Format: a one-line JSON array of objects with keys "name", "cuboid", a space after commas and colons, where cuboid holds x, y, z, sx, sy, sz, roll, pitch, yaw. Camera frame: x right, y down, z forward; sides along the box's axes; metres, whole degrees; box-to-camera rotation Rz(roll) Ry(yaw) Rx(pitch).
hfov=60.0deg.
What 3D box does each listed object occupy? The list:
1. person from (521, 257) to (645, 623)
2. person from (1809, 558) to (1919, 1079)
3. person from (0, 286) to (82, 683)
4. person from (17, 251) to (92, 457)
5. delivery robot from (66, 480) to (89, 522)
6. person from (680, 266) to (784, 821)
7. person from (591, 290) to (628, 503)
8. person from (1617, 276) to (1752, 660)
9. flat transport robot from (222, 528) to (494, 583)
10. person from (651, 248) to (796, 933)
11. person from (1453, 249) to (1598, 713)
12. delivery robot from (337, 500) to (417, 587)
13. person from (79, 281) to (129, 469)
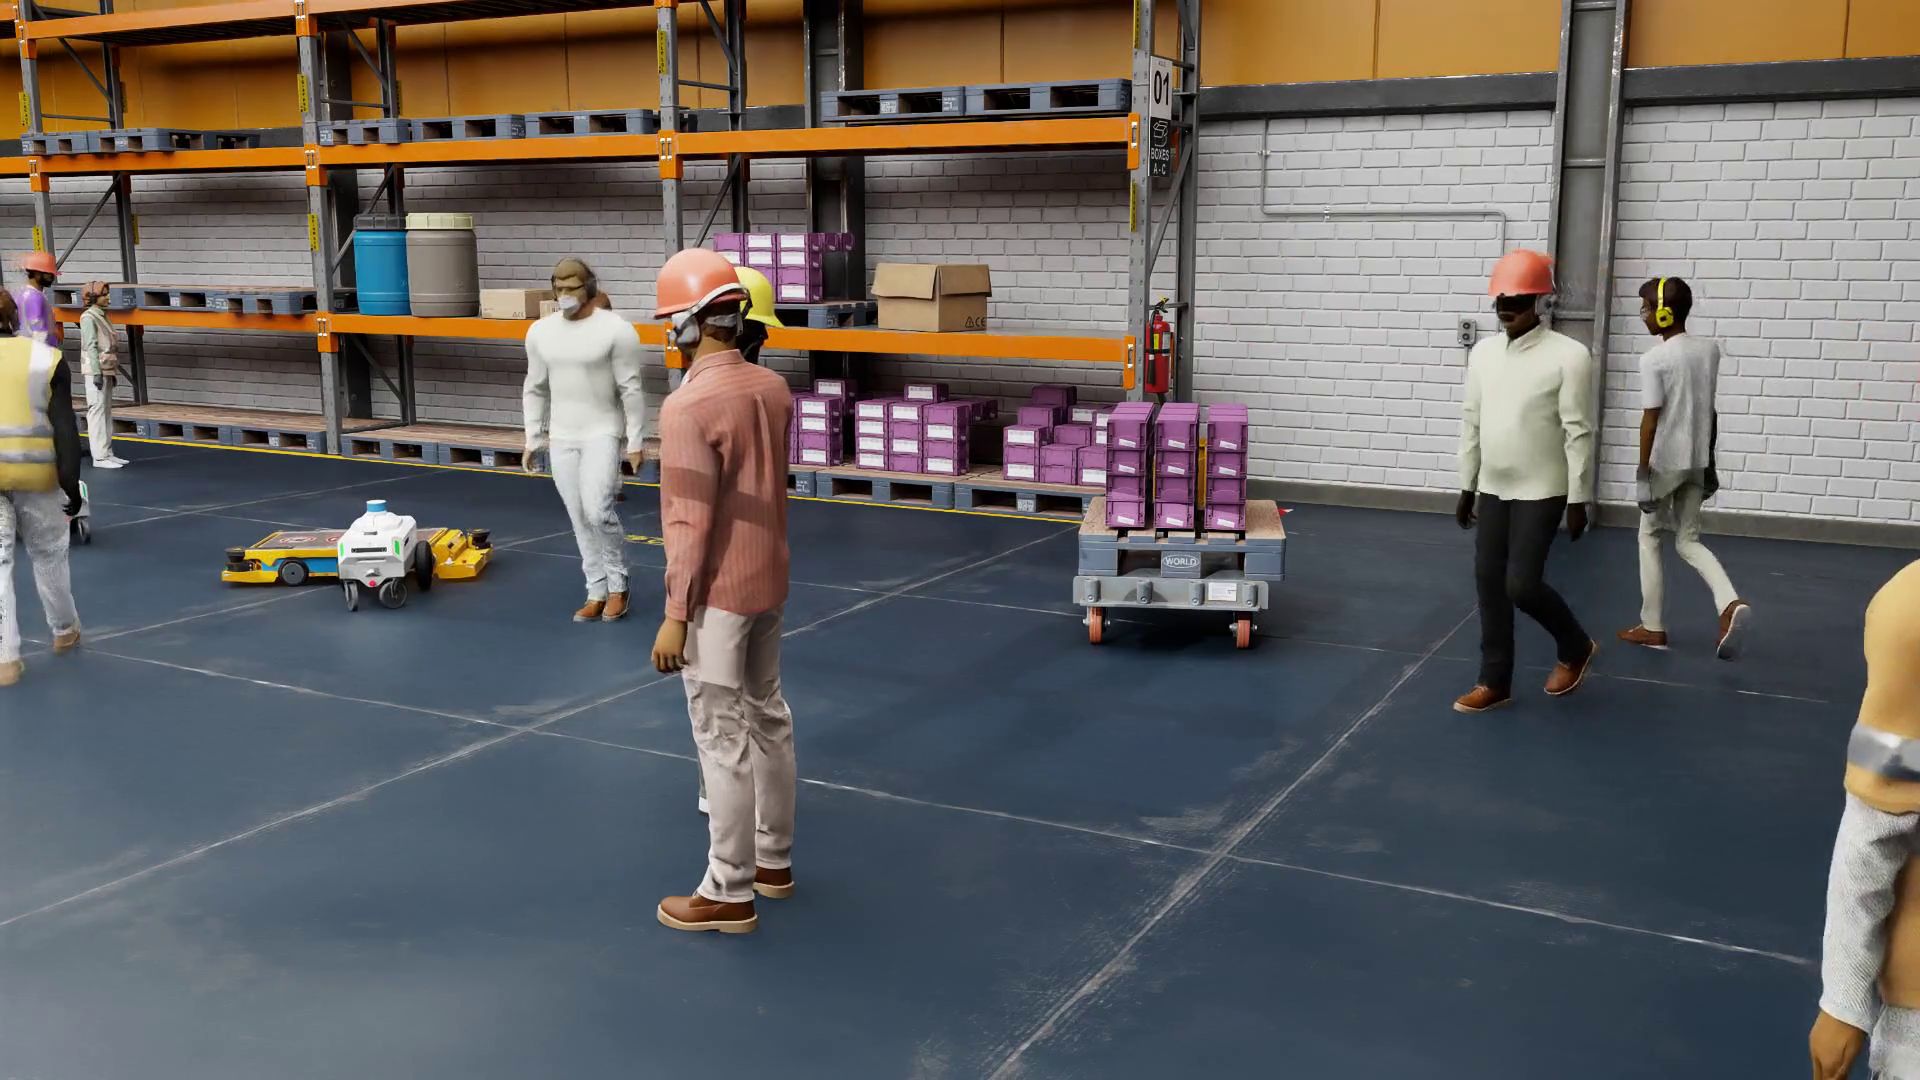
[{"name": "person", "cuboid": [-1.975, -0.510, 8.701, 0.627, 1.920, 0.430, 4, 11, 19]}, {"name": "person", "cuboid": [1.540, 0.643, 2.363, 0.593, 1.924, 0.408, -1, 10, -6]}, {"name": "person", "cuboid": [-4.460, -0.283, 7.800, 0.637, 1.800, 0.915, -5, 11, -24]}, {"name": "person", "cuboid": [-8.423, -1.658, 15.077, 0.758, 1.902, 0.548, -7, 12, -33]}, {"name": "delivery robot", "cuboid": [-6.094, -0.309, 11.070, 0.707, 0.478, 0.477, 9, 14, 43]}, {"name": "person", "cuboid": [-0.790, 0.013, 5.829, 0.373, 1.921, 0.585, 0, 10, 0]}, {"name": "person", "cuboid": [-2.724, -1.062, 12.567, 0.512, 1.639, 0.426, 1, 10, 4]}, {"name": "person", "cuboid": [3.484, -0.331, 7.943, 0.556, 1.840, 0.734, -4, 11, -21]}, {"name": "flat transport robot", "cuboid": [-3.584, 0.082, 9.976, 1.431, 0.197, 0.652, -1, 10, -6]}, {"name": "person", "cuboid": [-0.700, 0.155, 4.873, 0.385, 1.987, 0.608, 4, 11, 22]}, {"name": "person", "cuboid": [2.380, -0.221, 6.977, 0.577, 1.976, 0.609, -5, 12, -26]}, {"name": "delivery robot", "cuboid": [-3.242, 0.022, 9.270, 0.477, 0.478, 0.707, -2, 11, -11]}, {"name": "person", "cuboid": [-7.546, -1.449, 14.612, 0.311, 1.642, 0.512, -3, 11, -15]}]
